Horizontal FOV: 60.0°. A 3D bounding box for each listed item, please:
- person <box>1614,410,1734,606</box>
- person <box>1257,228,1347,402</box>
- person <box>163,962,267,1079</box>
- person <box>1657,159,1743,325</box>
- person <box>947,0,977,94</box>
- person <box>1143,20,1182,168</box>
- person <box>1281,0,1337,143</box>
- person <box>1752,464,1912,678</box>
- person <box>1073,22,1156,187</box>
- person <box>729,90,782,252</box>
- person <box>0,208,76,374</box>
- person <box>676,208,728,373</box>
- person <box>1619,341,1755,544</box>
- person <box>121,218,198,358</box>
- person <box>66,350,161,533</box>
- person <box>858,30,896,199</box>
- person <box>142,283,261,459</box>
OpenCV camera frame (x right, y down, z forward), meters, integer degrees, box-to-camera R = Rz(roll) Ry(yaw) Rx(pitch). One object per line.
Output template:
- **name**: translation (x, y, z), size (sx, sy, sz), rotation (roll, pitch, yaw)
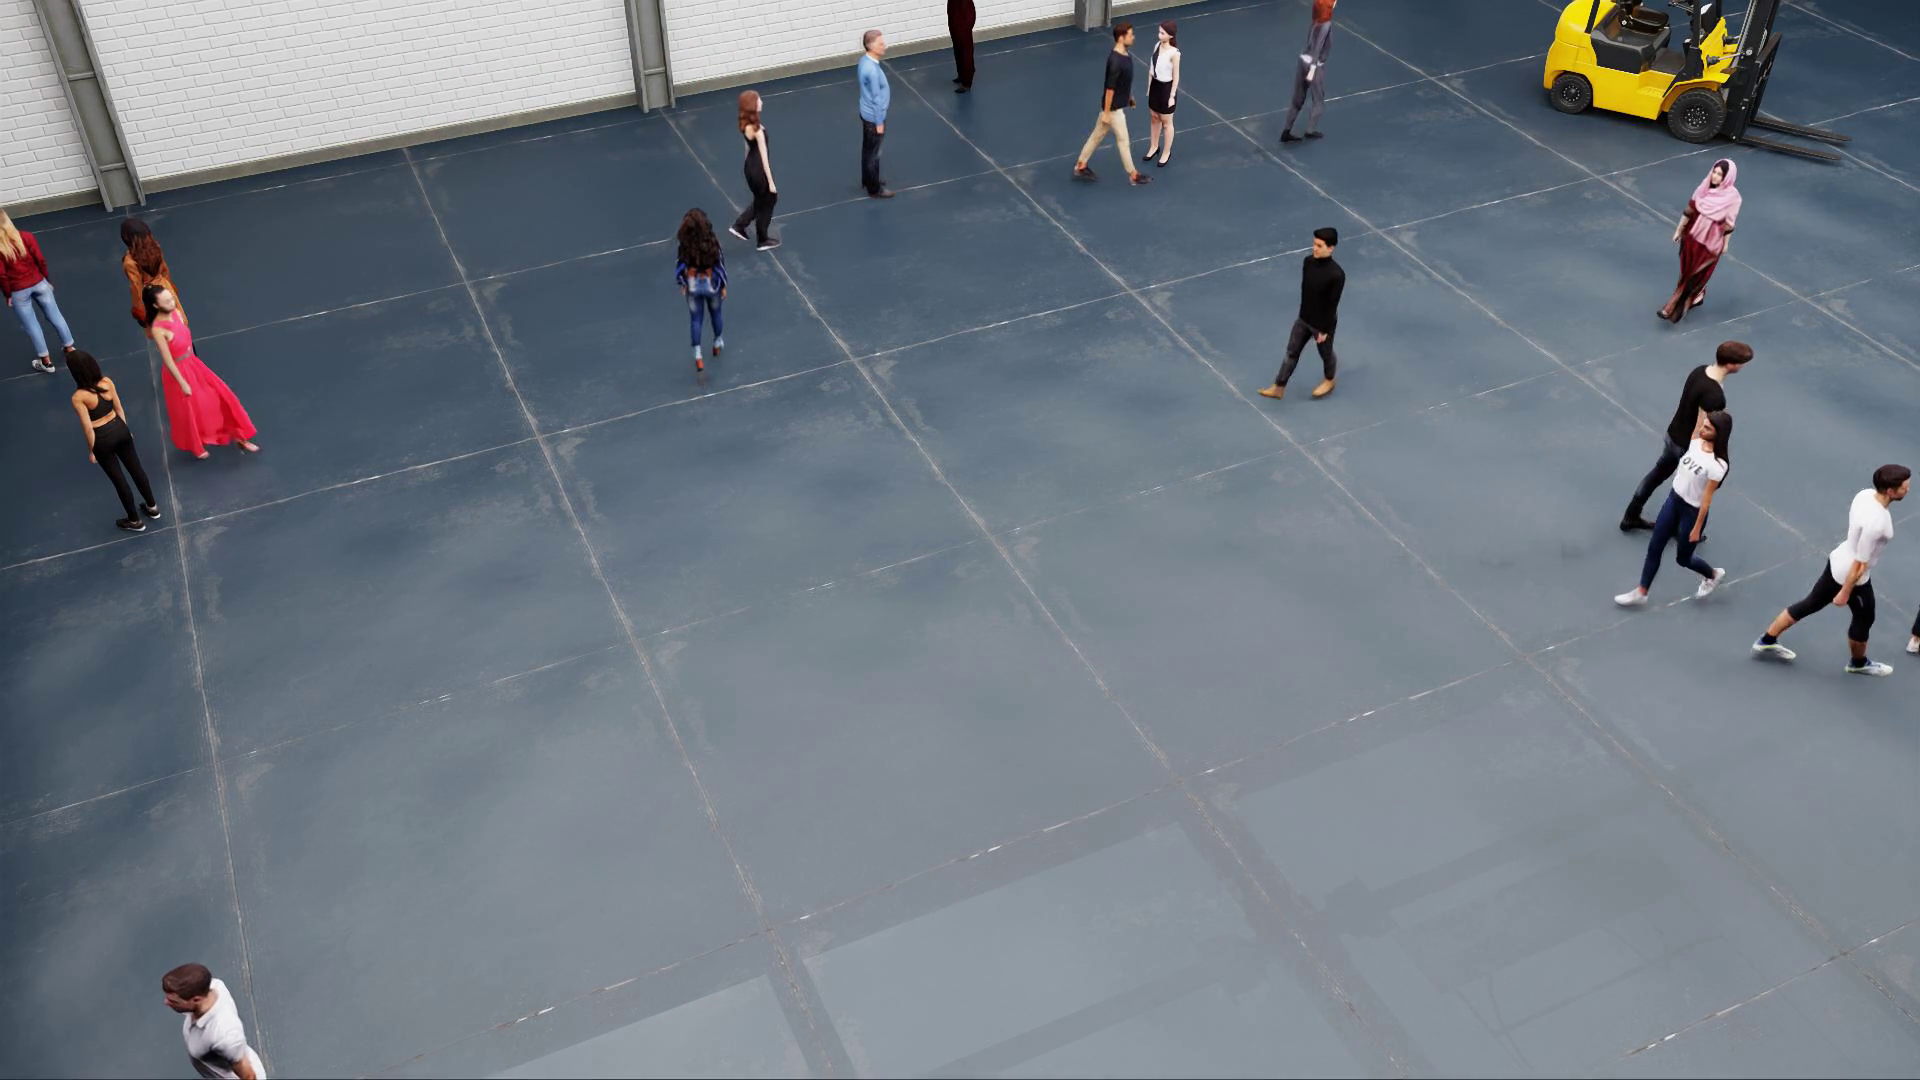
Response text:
- **person**: translation (5.490, -0.194, 12.384), size (1.115, 1.753, 0.784), rotation (-6, 39, -7)
- **person**: translation (3.216, -1.981, 14.678), size (1.104, 1.684, 0.760), rotation (-22, 43, -25)
- **person**: translation (-3.711, 2.783, 8.577), size (0.601, 1.852, 0.698), rotation (-24, 44, -27)
- **person**: translation (7.152, -2.890, 15.884), size (1.043, 1.600, 0.728), rotation (-23, 44, -26)
- **person**: translation (0.035, -6.287, 20.010), size (0.718, 1.758, 0.737), rotation (-3, 39, -4)
- **person**: translation (2.250, -4.953, 18.427), size (0.577, 1.649, 0.604), rotation (-26, 46, -29)
- **person**: translation (3.918, -5.303, 18.801), size (0.806, 1.730, 0.688), rotation (-3, 39, -4)
- **person**: translation (6.229, 0.216, 11.831), size (1.279, 1.804, 1.148), rotation (9, 39, 11)
- **person**: translation (1.570, -4.682, 17.957), size (1.248, 1.813, 1.090), rotation (7, 39, 8)
- **person**: translation (-2.122, -3.691, 16.778), size (0.752, 1.735, 0.599), rotation (-14, 41, -17)
- **person**: translation (-8.475, -2.293, 15.107), size (0.742, 1.636, 0.615), rotation (27, 46, 30)
- **person**: translation (-2.340, -2.248, 15.079), size (0.984, 1.600, 0.924), rotation (0, 39, 0)
- **person**: translation (5.598, -0.753, 12.998), size (1.111, 1.861, 1.055), rotation (1, 39, 2)
- **person**: translation (-7.112, -2.077, 14.769), size (0.813, 1.720, 0.771), rotation (10, 40, 12)
- **person**: translation (-6.757, -0.800, 13.231), size (0.680, 1.644, 0.603), rotation (16, 41, 20)
- **person**: translation (-0.934, -4.584, 17.834), size (0.627, 1.813, 0.698), rotation (-9, 39, -11)
- **person**: translation (-6.561, -1.373, 13.908), size (1.045, 1.694, 0.914), rotation (5, 39, 6)
